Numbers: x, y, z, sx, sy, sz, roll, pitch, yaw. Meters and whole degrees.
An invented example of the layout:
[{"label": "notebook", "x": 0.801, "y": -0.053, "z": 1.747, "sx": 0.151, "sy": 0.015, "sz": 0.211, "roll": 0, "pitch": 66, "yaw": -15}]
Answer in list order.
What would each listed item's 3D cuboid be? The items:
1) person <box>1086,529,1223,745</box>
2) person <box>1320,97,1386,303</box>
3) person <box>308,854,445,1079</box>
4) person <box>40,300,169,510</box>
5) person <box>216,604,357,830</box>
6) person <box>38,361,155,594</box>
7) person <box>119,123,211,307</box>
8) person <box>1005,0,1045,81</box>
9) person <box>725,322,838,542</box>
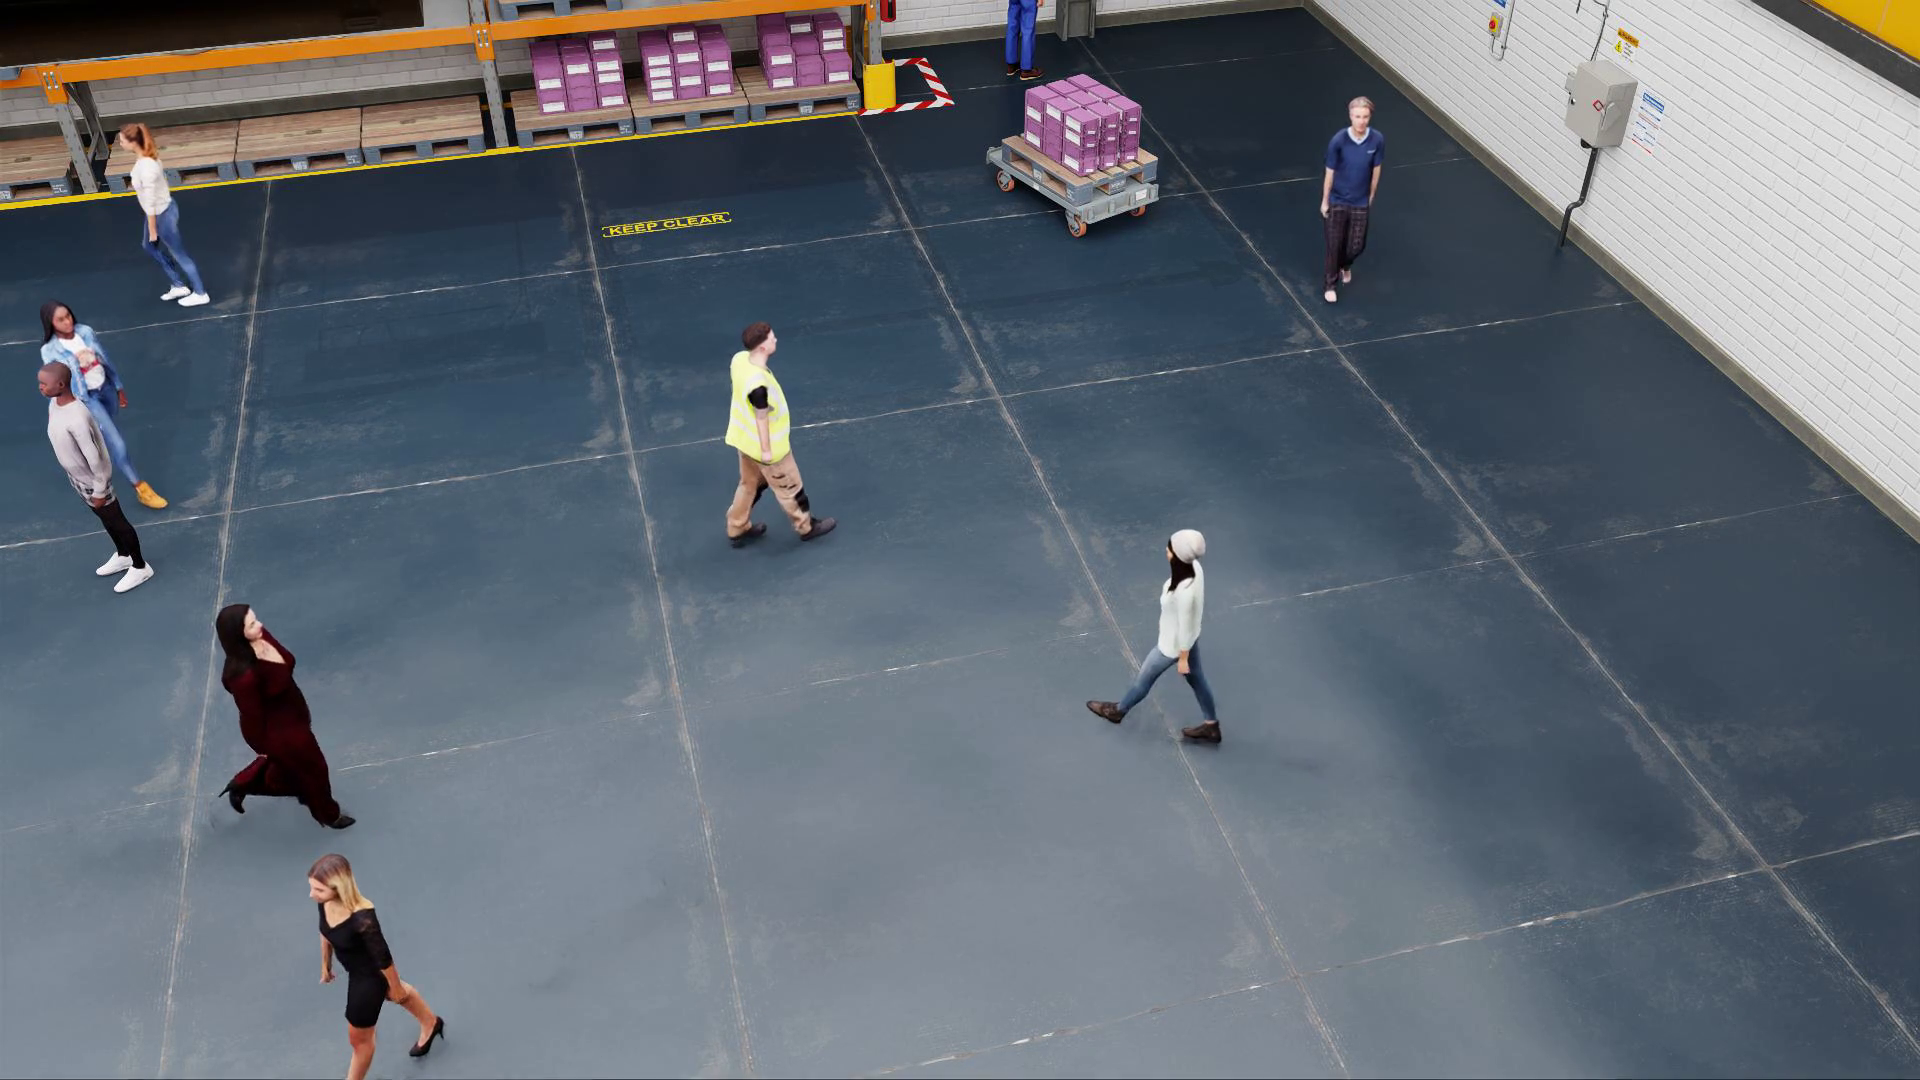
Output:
[{"label": "person", "x": 1.411, "y": 0.625, "z": 10.134, "sx": 1.175, "sy": 1.593, "sz": 0.965, "roll": 10, "pitch": 40, "yaw": 12}, {"label": "person", "x": 3.342, "y": -2.976, "z": 14.433, "sx": 0.780, "sy": 1.856, "sz": 0.843, "roll": 2, "pitch": 39, "yaw": 2}, {"label": "person", "x": -2.862, "y": 2.094, "z": 8.256, "sx": 0.918, "sy": 1.640, "sz": 1.095, "roll": 30, "pitch": 48, "yaw": 32}, {"label": "person", "x": -6.359, "y": -1.006, "z": 12.106, "sx": 1.195, "sy": 1.681, "sz": 1.052, "roll": 15, "pitch": 41, "yaw": 17}, {"label": "person", "x": -3.987, "y": 1.055, "z": 9.478, "sx": 0.973, "sy": 1.740, "sz": 0.699, "roll": -6, "pitch": 39, "yaw": -8}, {"label": "person", "x": -5.911, "y": -0.451, "z": 11.338, "sx": 0.692, "sy": 1.771, "sz": 0.701, "roll": 31, "pitch": 48, "yaw": 33}, {"label": "person", "x": -6.773, "y": -2.793, "z": 14.319, "sx": 0.663, "sy": 1.711, "sz": 0.668, "roll": -14, "pitch": 41, "yaw": -17}, {"label": "person", "x": 0.697, "y": -6.000, "z": 18.214, "sx": 0.789, "sy": 1.863, "sz": 0.791, "roll": -32, "pitch": 48, "yaw": -33}, {"label": "person", "x": -1.427, "y": -0.702, "z": 11.613, "sx": 1.072, "sy": 1.822, "sz": 0.829, "roll": -17, "pitch": 42, "yaw": -20}]
